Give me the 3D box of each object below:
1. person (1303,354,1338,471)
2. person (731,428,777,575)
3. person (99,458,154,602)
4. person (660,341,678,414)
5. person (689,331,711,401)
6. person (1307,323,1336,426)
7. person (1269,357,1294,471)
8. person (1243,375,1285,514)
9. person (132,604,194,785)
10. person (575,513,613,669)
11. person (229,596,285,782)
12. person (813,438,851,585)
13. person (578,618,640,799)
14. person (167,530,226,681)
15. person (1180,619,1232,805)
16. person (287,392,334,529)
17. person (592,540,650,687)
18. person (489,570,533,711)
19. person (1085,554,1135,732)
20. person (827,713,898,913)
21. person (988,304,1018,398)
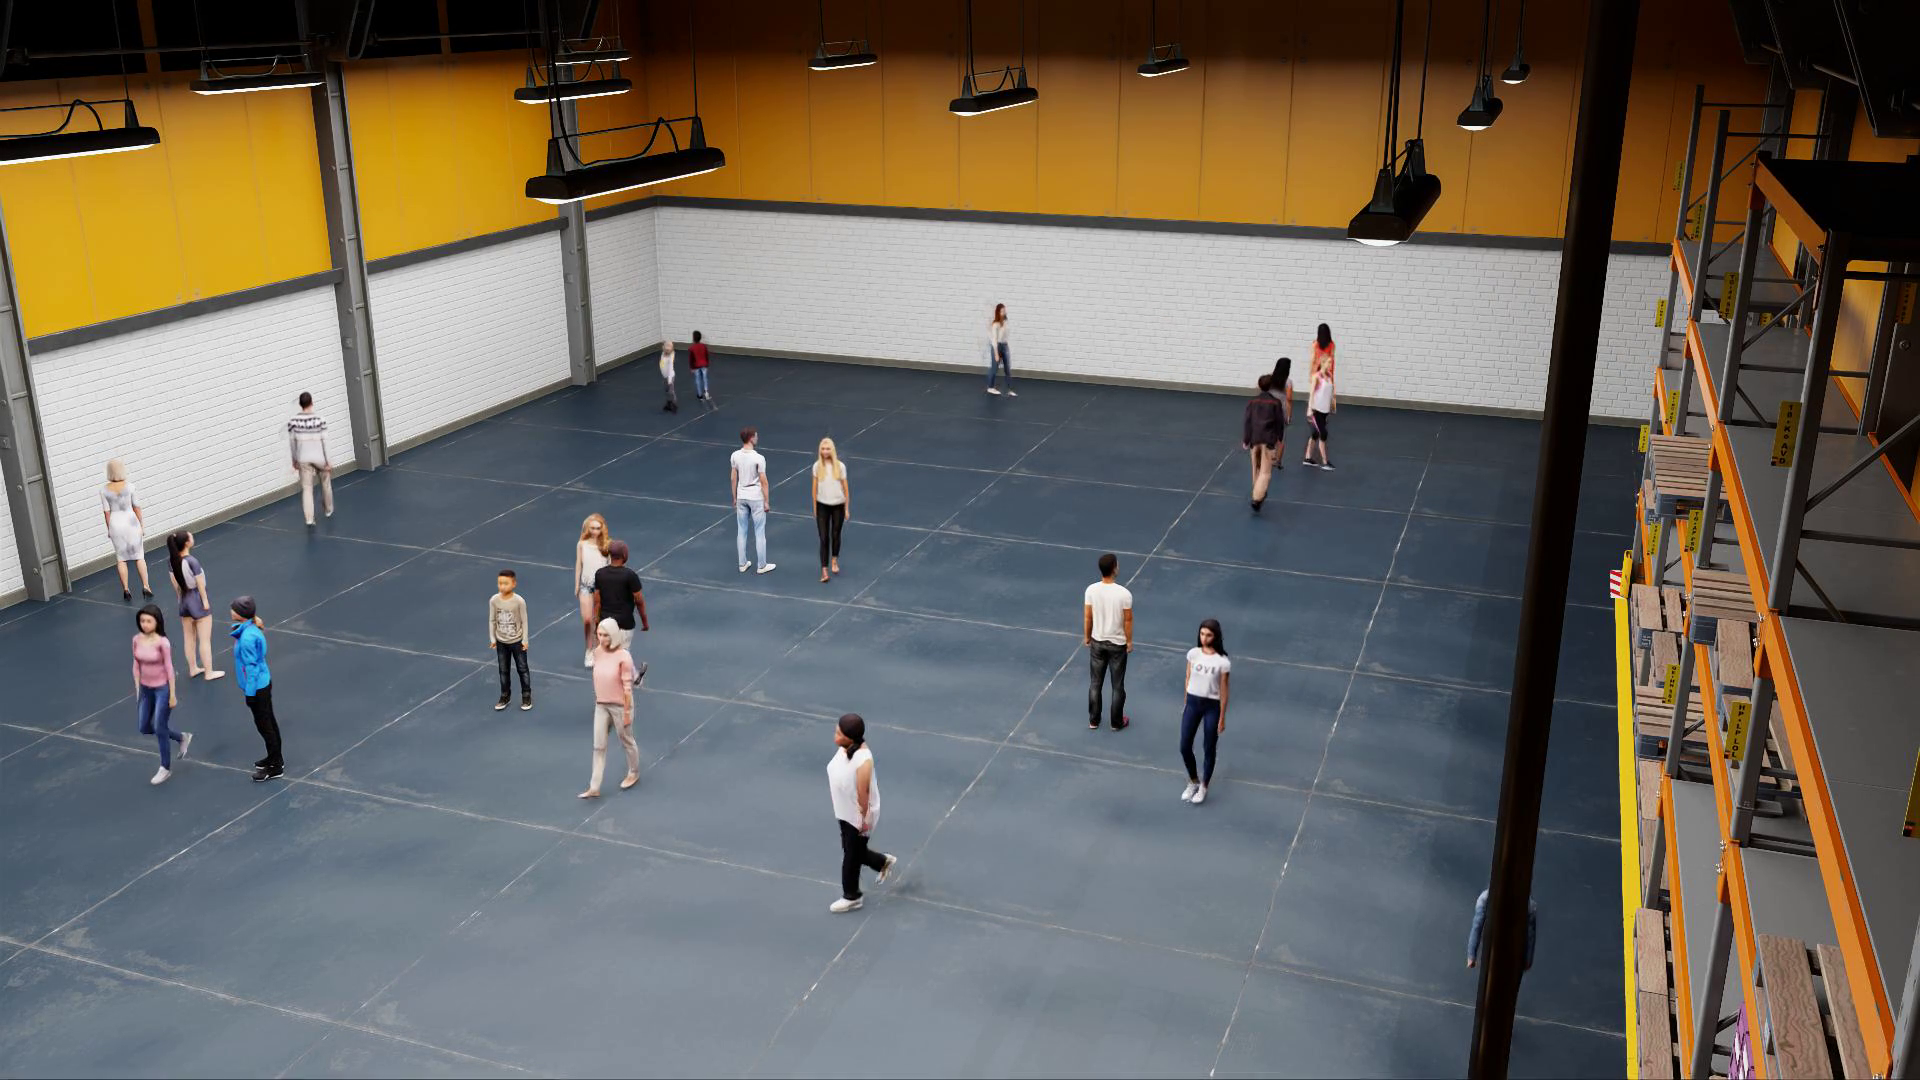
[{"bbox_3d":[5.406,-1.970,25.328,0.954,1.766,0.935,-15,24,-38],"label":"person"},{"bbox_3d":[-2.625,-0.503,20.839,0.656,1.852,0.553,8,20,22],"label":"person"},{"bbox_3d":[-9.987,-0.134,19.900,0.639,1.751,0.681,-6,20,-18],"label":"person"},{"bbox_3d":[-5.037,-2.829,28.679,0.687,1.255,0.710,-9,20,-24],"label":"person"},{"bbox_3d":[-4.585,-3.070,29.413,0.626,1.243,0.687,-9,20,-24],"label":"person"},{"bbox_3d":[6.042,-2.781,27.810,0.661,1.719,0.657,-1,19,-3],"label":"person"},{"bbox_3d":[4.735,-1.851,24.978,0.756,1.763,0.923,15,24,37],"label":"person"},{"bbox_3d":[4.212,-1.321,23.203,0.785,1.893,1.223,9,21,25],"label":"person"},{"bbox_3d":[-7.387,1.383,15.433,0.603,1.728,0.781,6,20,18],"label":"person"},{"bbox_3d":[-3.945,0.511,18.006,0.726,1.737,0.768,-3,19,-9],"label":"person"},{"bbox_3d":[-6.498,1.359,15.398,0.748,1.795,0.642,-5,19,-13],"label":"person"},{"bbox_3d":[-1.589,-0.387,20.613,0.930,1.775,1.225,-1,19,-4],"label":"person"},{"bbox_3d":[-3.092,1.493,15.156,0.689,1.695,0.974,10,21,27],"label":"person"},{"bbox_3d":[-8.135,0.685,17.626,0.610,1.650,0.542,9,21,25],"label":"person"},{"bbox_3d":[2.239,1.519,14.970,0.668,1.764,0.644,12,22,31],"label":"person"},{"bbox_3d":[-8.798,-1.063,22.519,1.089,1.839,1.276,-4,19,-11],"label":"person"},{"bbox_3d":[-3.483,0.930,16.744,0.720,1.749,1.234,7,20,21],"label":"person"},{"bbox_3d":[-4.579,1.006,16.963,0.607,1.465,0.605,0,19,1],"label":"person"},{"bbox_3d":[1.460,1.009,16.429,0.636,1.800,0.528,7,20,20],"label":"person"},{"bbox_3d":[-0.785,2.148,13.250,0.975,1.670,0.929,-7,20,-20],"label":"person"},{"bbox_3d":[0.674,-3.387,29.675,1.046,1.678,1.003,-18,25,-42],"label":"person"}]
